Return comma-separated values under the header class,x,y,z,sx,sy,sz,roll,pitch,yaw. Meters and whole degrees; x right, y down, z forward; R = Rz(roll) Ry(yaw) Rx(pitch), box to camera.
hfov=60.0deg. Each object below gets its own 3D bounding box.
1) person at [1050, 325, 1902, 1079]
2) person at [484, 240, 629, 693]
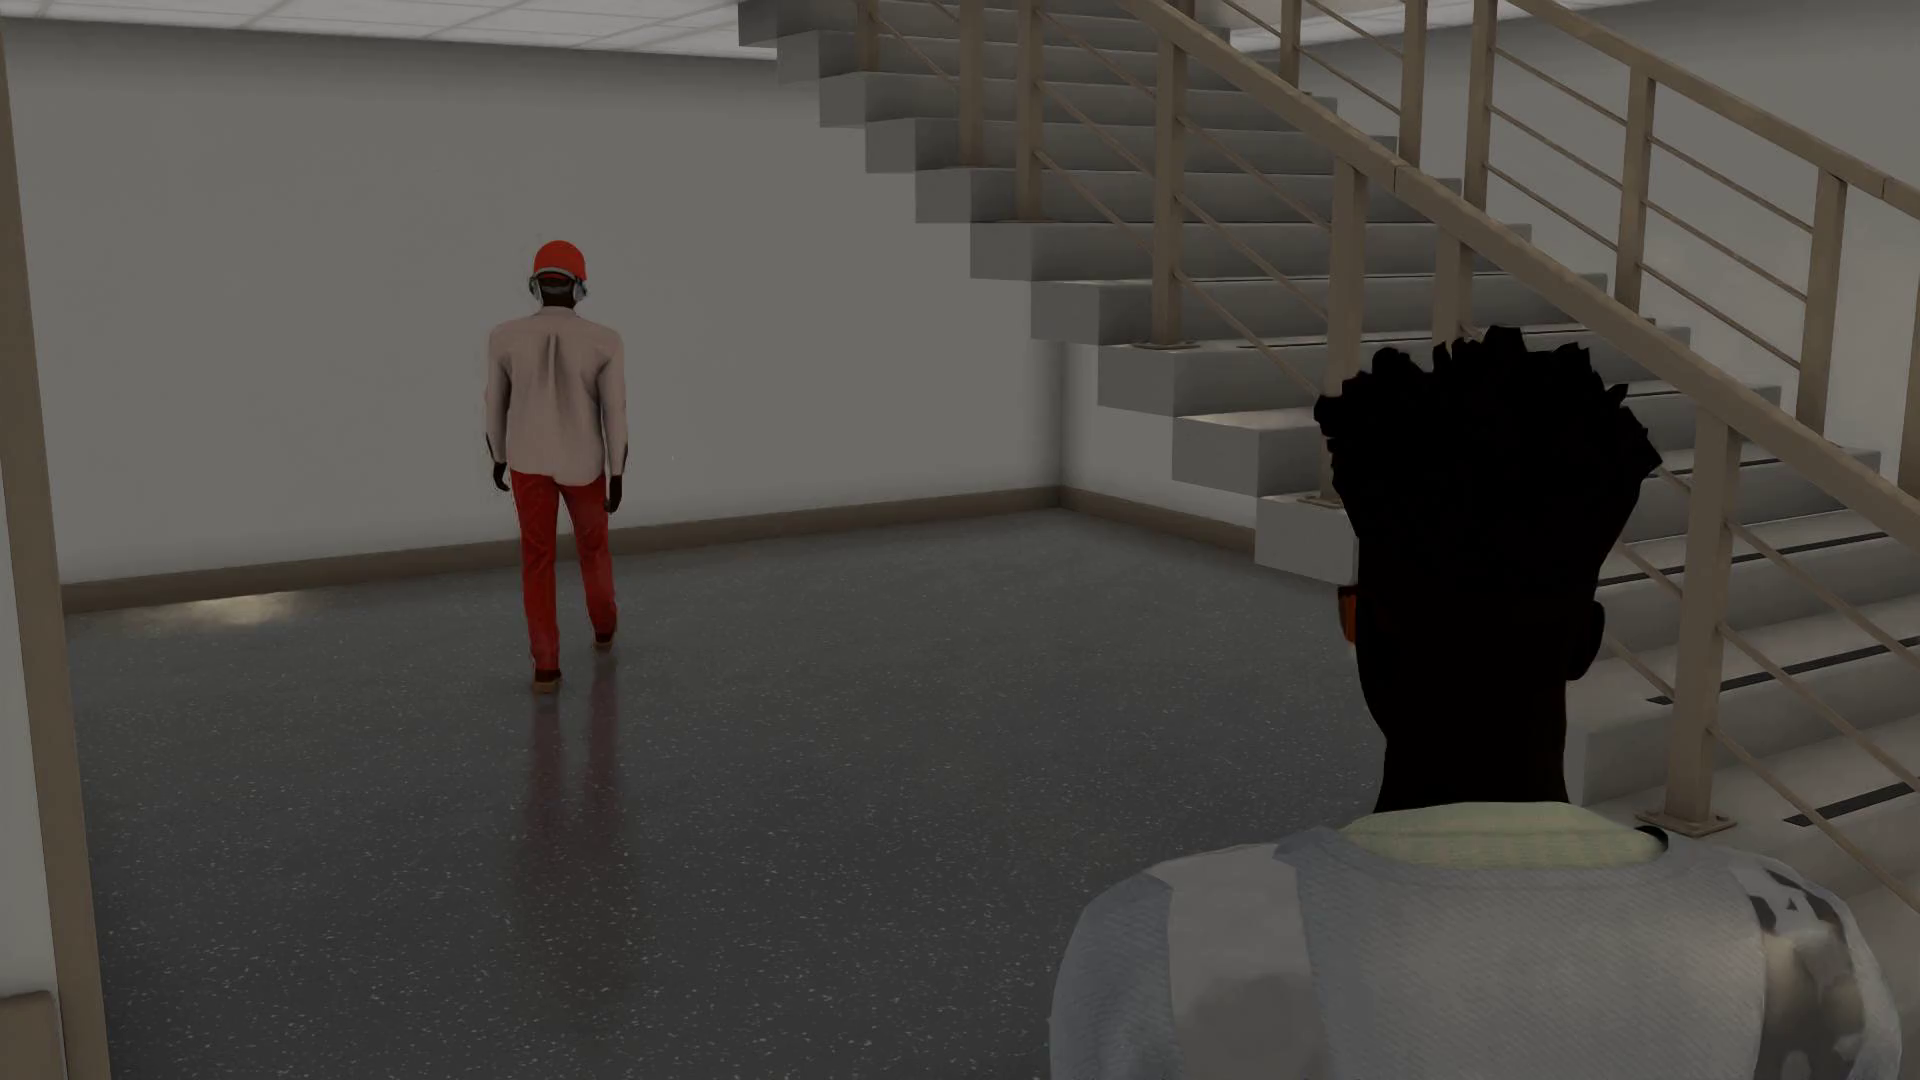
class,x,y,z,sx,sy,sz,roll,pitch,yaw
person,0.347,0.820,1.278,0.614,1.952,0.388,-2,11,-8
person,-1.801,-0.356,7.473,0.633,1.938,1.026,-2,11,-8
